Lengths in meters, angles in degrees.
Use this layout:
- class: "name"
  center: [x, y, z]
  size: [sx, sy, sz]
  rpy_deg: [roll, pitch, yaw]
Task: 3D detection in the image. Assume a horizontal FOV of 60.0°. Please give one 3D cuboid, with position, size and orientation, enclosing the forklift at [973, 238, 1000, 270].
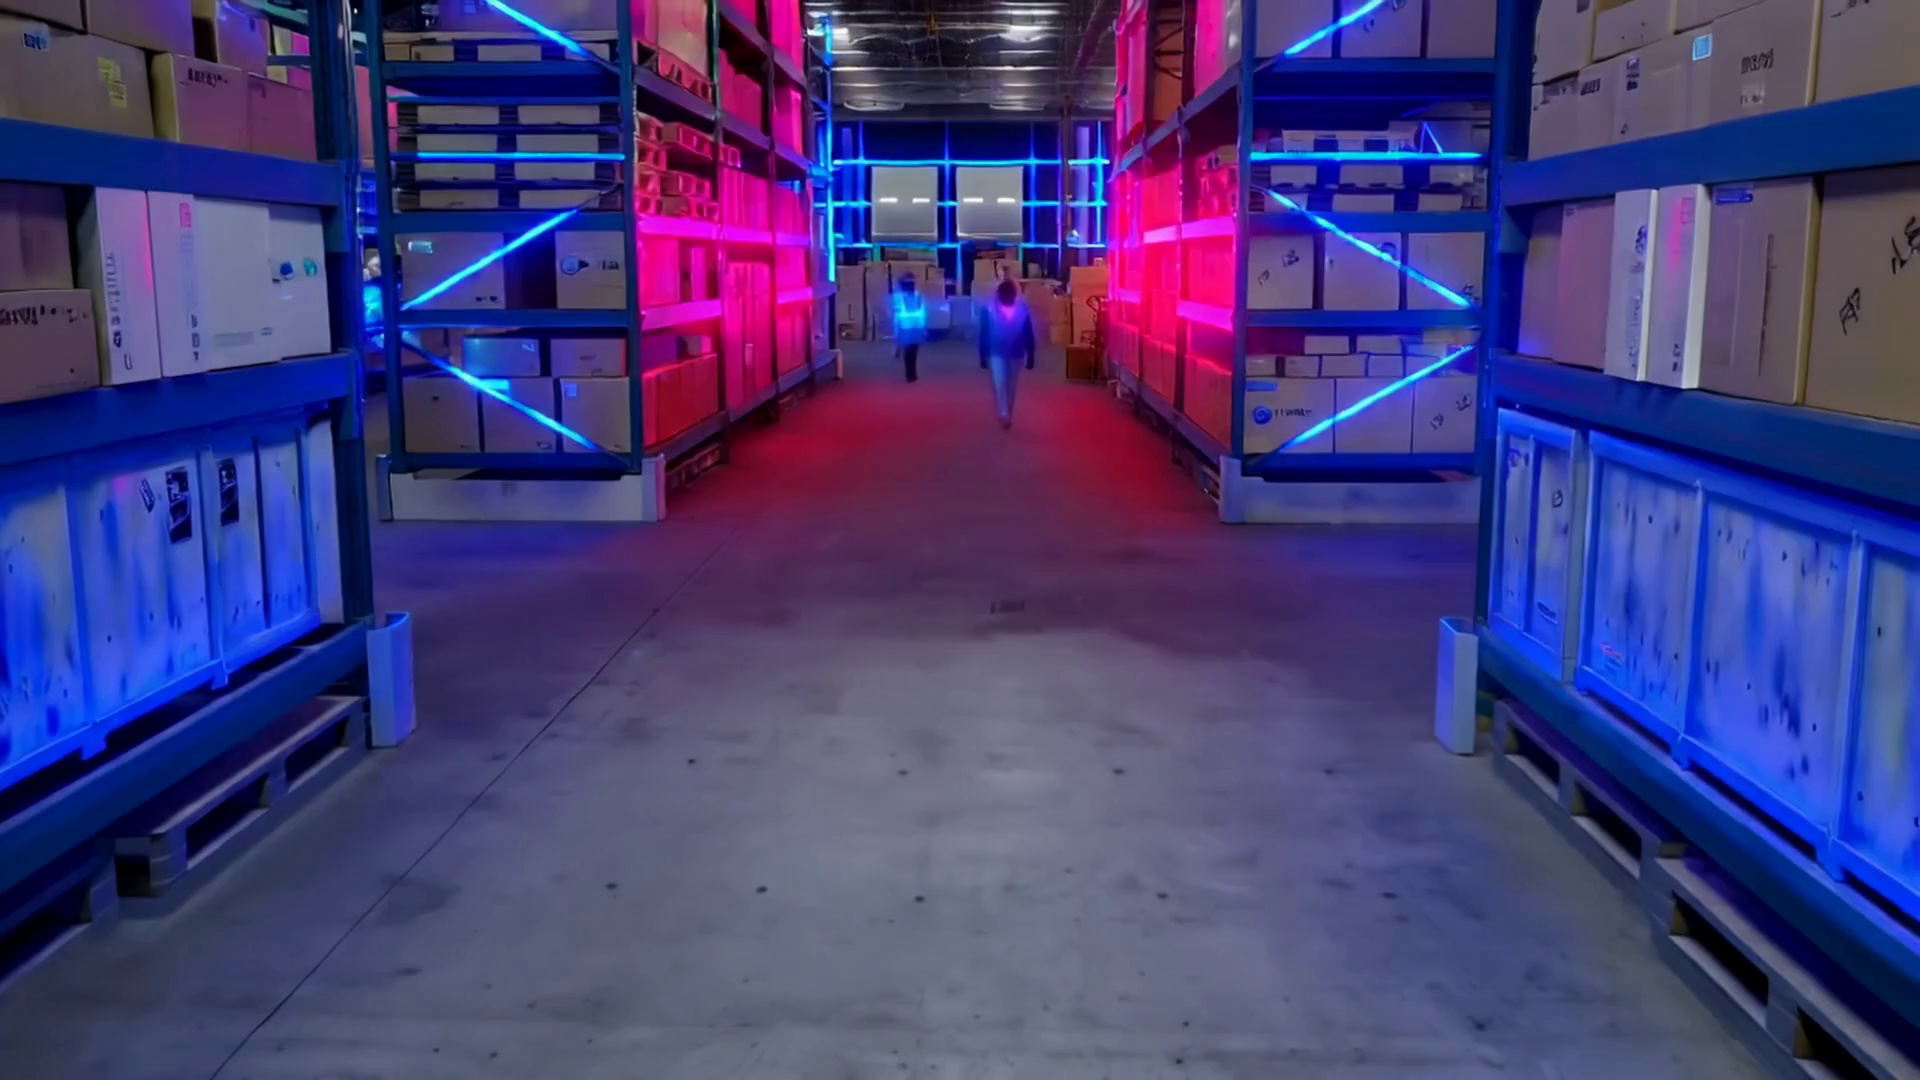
- class: "forklift"
  center: [0.885, -8.724, 55.817]
  size: [1.129, 2.768, 1.873]
  rpy_deg: [0, 9, 0]

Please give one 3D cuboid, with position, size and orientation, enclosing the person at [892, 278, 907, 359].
- class: "person"
  center: [-1.288, -4.652, 35.056]
  size: [0.473, 1.694, 0.559]
  rpy_deg: [-6, 11, -30]

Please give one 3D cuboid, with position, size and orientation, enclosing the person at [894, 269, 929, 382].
- class: "person"
  center: [-0.794, -3.613, 28.150]
  size: [0.549, 1.899, 0.923]
  rpy_deg: [-3, 10, -17]

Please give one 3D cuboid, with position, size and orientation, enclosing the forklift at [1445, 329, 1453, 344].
- class: "forklift"
  center: [11.273, -5.399, 35.901]
  size: [1.129, 2.768, 1.873]
  rpy_deg: [0, 9, 1]

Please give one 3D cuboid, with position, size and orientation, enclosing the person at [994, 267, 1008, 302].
- class: "person"
  center: [0.893, -5.180, 37.440]
  size: [0.568, 1.920, 0.664]
  rpy_deg: [-3, 10, -17]

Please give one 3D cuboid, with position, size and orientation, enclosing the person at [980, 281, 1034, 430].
- class: "person"
  center: [0.582, -2.255, 20.326]
  size: [0.645, 1.791, 0.987]
  rpy_deg: [-2, 10, -10]

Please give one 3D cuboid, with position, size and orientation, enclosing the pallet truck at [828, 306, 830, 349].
- class: "pallet truck"
  center: [-3.100, -3.940, 29.800]
  size: [1.885, 1.965, 0.823]
  rpy_deg: [3, 10, 19]

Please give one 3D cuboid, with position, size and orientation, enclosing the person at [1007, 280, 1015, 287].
- class: "person"
  center: [0.929, -4.205, 32.280]
  size: [0.393, 1.687, 0.538]
  rpy_deg: [0, 9, -1]
